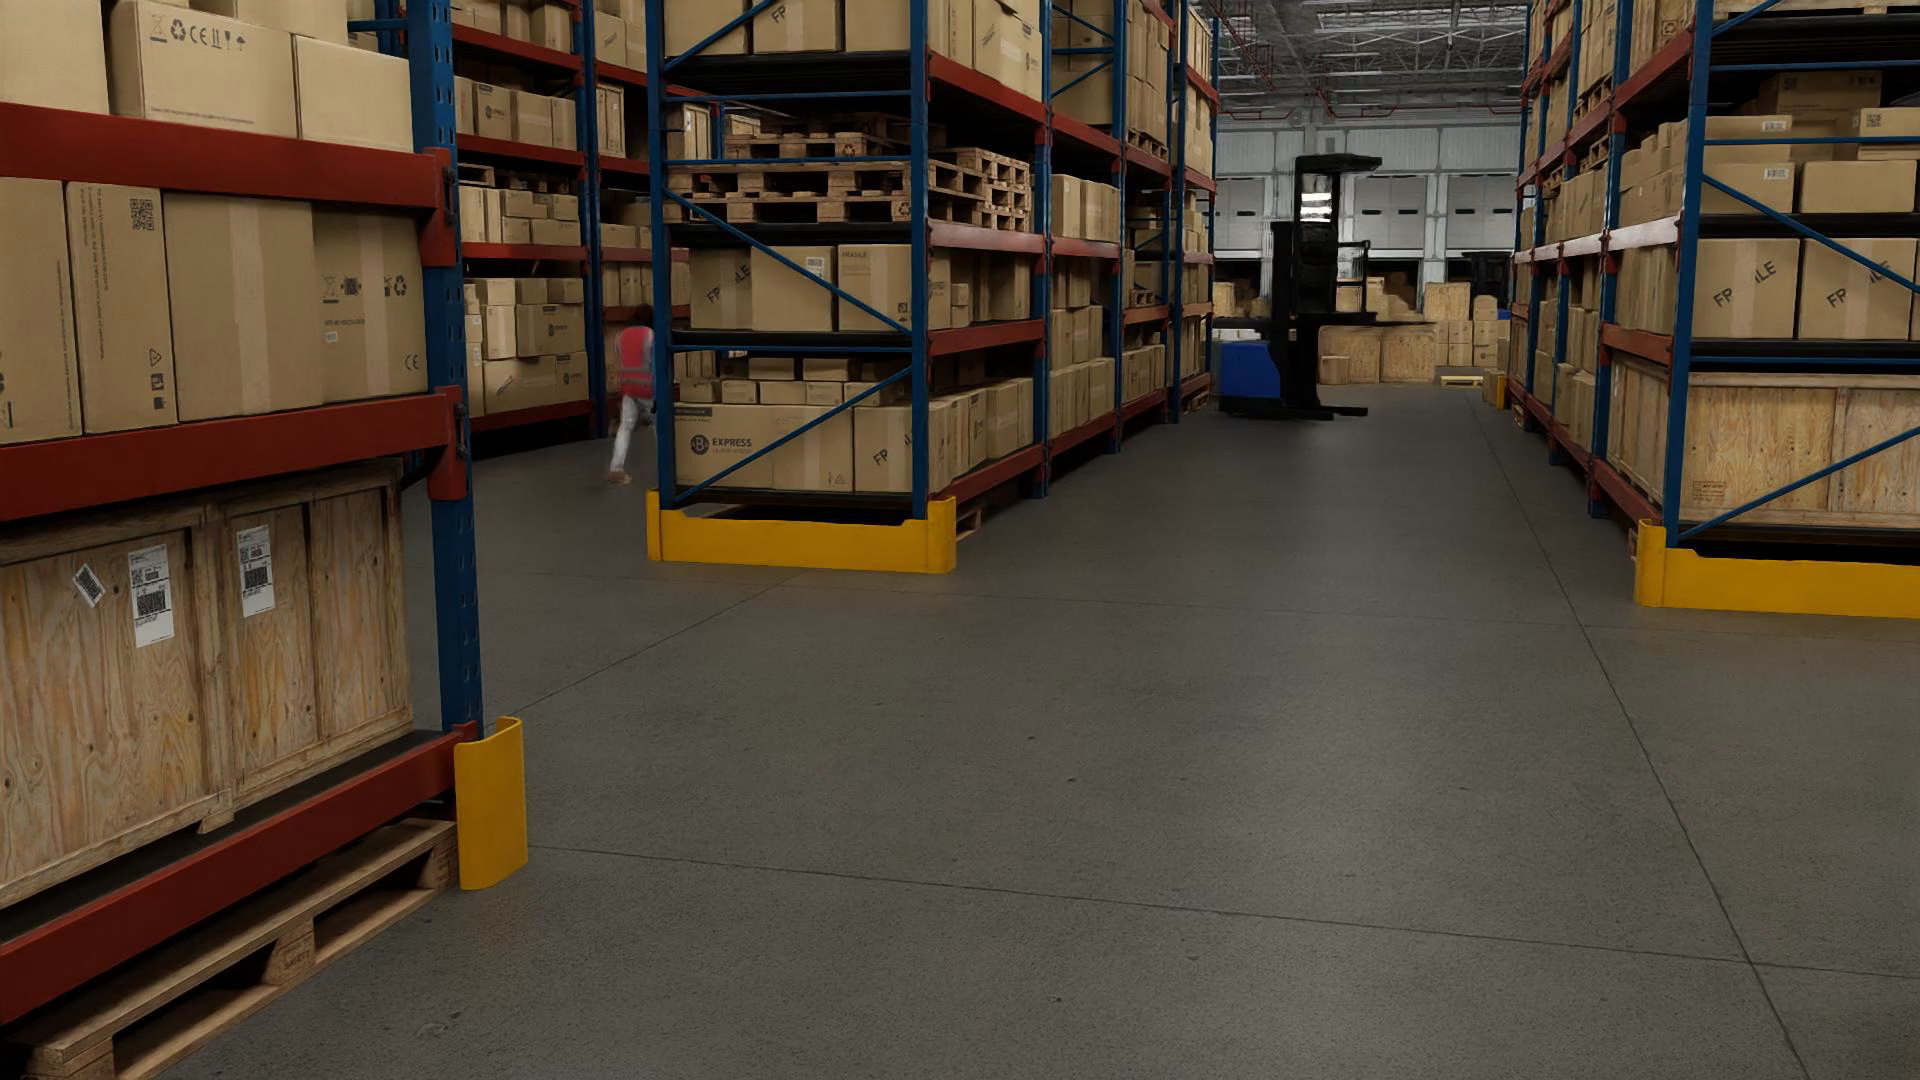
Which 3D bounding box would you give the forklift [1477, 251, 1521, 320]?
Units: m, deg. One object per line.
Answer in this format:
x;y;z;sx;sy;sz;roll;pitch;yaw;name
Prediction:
15.878;-7.202;49.529;1.129;2.768;1.873;-2;9;-11;forklift

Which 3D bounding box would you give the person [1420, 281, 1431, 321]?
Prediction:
14.141;-6.802;49.999;0.637;1.932;0.363;6;11;33;person

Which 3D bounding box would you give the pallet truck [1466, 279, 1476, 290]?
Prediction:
18.896;-8.459;60.307;1.885;1.965;0.823;5;10;31;pallet truck

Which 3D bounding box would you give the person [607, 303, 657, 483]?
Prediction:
-3.162;-1.456;16.539;0.615;1.789;0.966;5;10;29;person

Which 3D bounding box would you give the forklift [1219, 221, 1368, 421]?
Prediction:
4.794;-3.170;23.910;1.873;2.768;1.129;8;12;41;forklift
